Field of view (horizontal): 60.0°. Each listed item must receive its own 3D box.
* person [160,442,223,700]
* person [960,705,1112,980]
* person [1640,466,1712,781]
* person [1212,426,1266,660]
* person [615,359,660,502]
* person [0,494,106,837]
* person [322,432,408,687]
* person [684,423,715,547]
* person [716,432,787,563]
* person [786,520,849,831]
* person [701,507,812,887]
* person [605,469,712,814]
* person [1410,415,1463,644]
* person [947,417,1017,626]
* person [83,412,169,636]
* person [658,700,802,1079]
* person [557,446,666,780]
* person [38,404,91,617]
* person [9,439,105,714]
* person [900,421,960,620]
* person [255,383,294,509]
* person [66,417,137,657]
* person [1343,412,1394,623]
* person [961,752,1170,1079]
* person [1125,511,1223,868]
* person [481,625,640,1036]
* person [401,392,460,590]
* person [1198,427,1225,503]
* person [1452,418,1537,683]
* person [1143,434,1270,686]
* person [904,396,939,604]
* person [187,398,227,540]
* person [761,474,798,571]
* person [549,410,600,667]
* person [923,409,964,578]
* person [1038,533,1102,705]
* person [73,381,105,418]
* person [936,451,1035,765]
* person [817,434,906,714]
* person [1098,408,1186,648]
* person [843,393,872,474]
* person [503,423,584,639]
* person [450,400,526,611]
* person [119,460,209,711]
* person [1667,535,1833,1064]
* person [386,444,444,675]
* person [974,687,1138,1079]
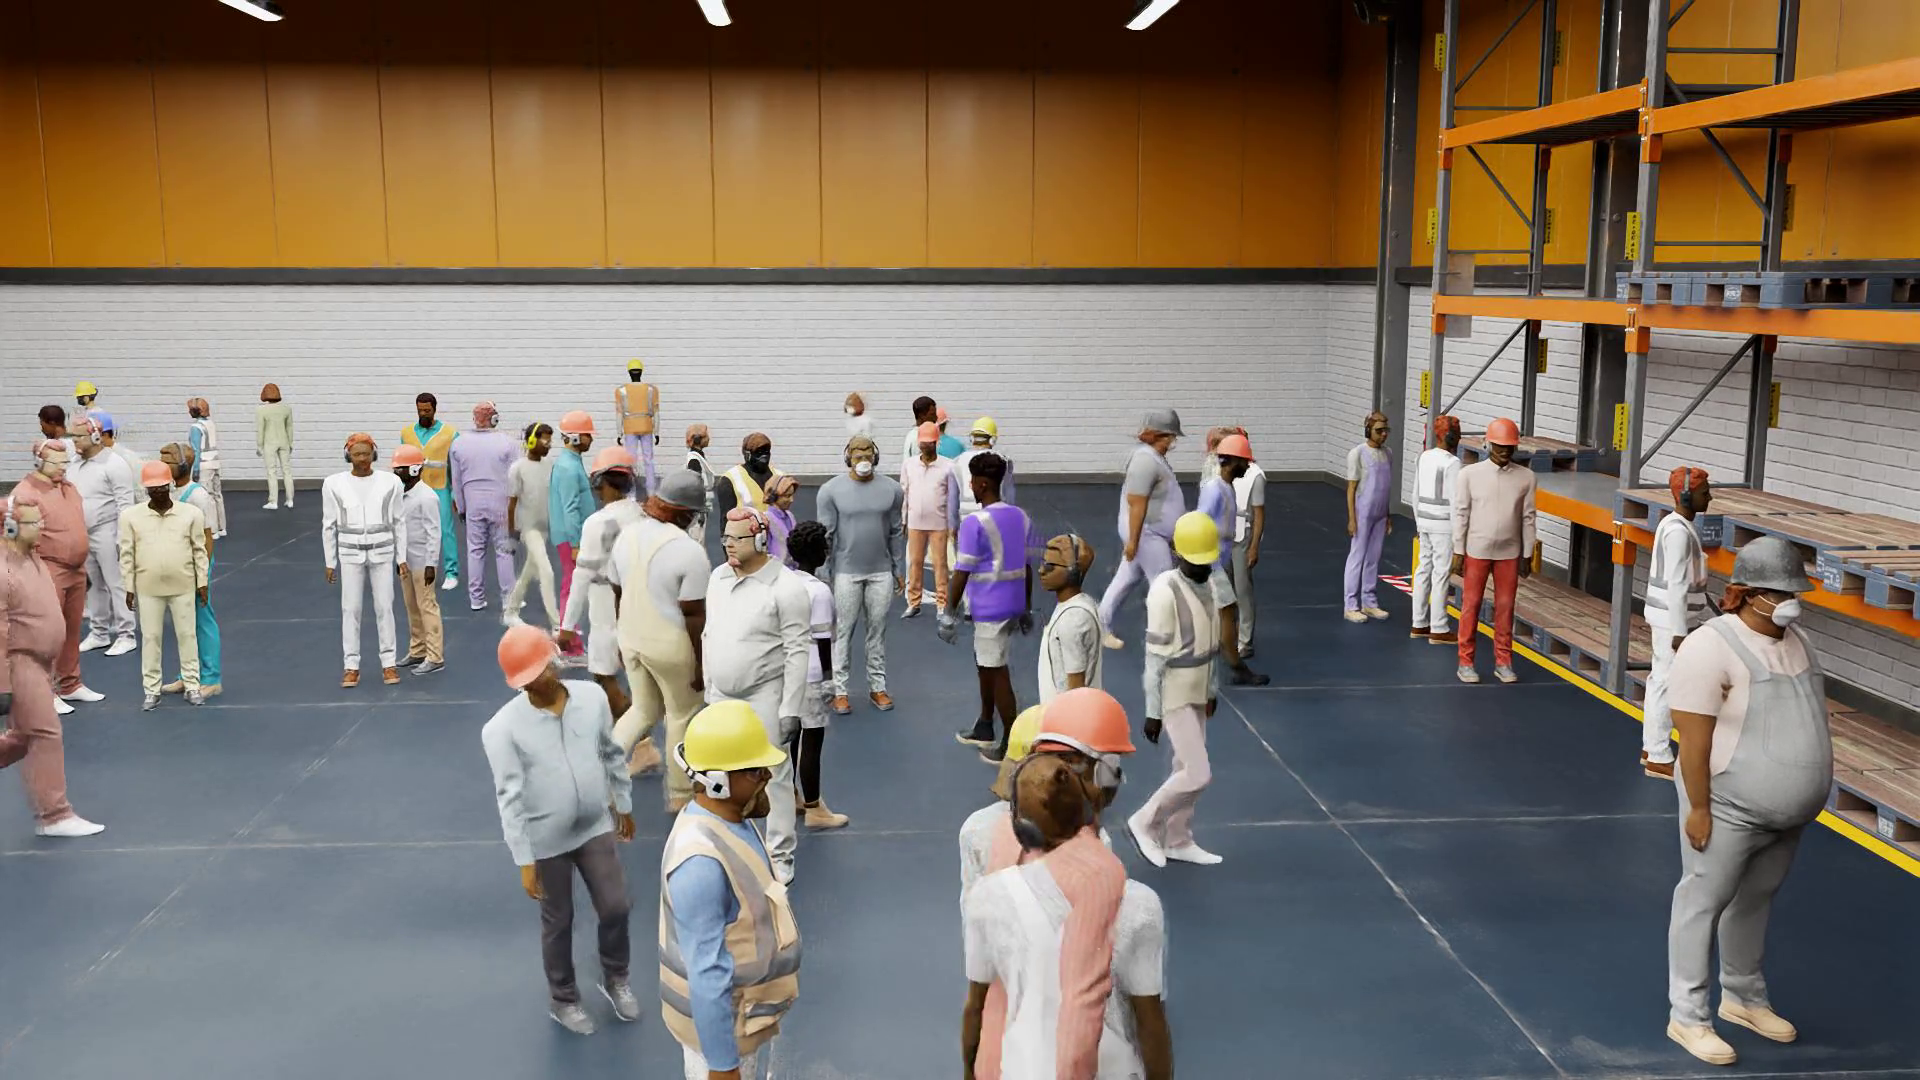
[{"bbox_3d":[-5.525,0.219,11.891,0.506,1.847,0.344,7,11,36],"label":"person"},{"bbox_3d":[0.243,1.356,5.079,0.486,1.744,0.294,3,10,18],"label":"person"},{"bbox_3d":[4.323,0.496,10.043,0.361,1.883,0.574,4,10,21],"label":"person"},{"bbox_3d":[2.177,0.019,13.147,0.380,1.845,0.570,-6,11,-32],"label":"person"},{"bbox_3d":[-4.289,-1.451,22.148,0.585,1.920,0.374,-3,9,-16],"label":"person"},{"bbox_3d":[-5.081,0.683,8.884,0.780,1.880,0.654,-2,9,-13],"label":"person"},{"bbox_3d":[-4.376,0.141,12.258,0.584,1.883,0.339,-3,10,-19],"label":"person"},{"bbox_3d":[-2.452,-0.273,15.618,0.307,1.645,0.513,-1,9,-8],"label":"person"},{"bbox_3d":[-1.528,0.103,12.635,0.621,1.845,0.429,-8,12,-41],"label":"person"},{"bbox_3d":[-0.840,0.733,9.127,0.322,1.697,0.535,-6,11,-32],"label":"person"},{"bbox_3d":[-1.037,0.783,8.159,0.638,1.909,0.408,6,11,34],"label":"person"},{"bbox_3d":[-1.668,0.557,9.162,0.727,2.000,0.746,7,12,38],"label":"person"},{"bbox_3d":[3.947,-0.088,13.703,0.342,1.882,0.579,-3,10,-18],"label":"person"},{"bbox_3d":[0.207,-0.142,14.289,0.701,1.805,0.520,4,10,25],"label":"person"},{"bbox_3d":[-6.998,-0.152,14.058,0.629,1.907,0.761,3,10,20],"label":"person"},{"bbox_3d":[-0.655,1.356,4.790,0.403,1.834,0.588,-1,9,-4],"label":"person"},{"bbox_3d":[-2.074,0.446,9.978,0.686,2.007,0.671,3,10,21],"label":"person"},{"bbox_3d":[-7.875,-0.252,14.698,0.552,1.885,0.622,-2,9,-12],"label":"person"},{"bbox_3d":[-6.267,0.244,11.566,0.408,1.899,0.654,1,9,5],"label":"person"},{"bbox_3d":[-0.279,-0.169,14.609,0.562,1.754,0.325,2,9,15],"label":"person"},{"bbox_3d":[-8.882,-1.216,21.567,0.286,1.633,0.499,7,12,39],"label":"person"},{"bbox_3d":[-6.871,-0.025,13.240,0.644,1.907,0.399,4,10,25],"label":"person"},{"bbox_3d":[3.587,-0.203,14.545,0.517,1.843,0.326,-6,11,-34],"label":"person"},{"bbox_3d":[0.270,1.449,4.277,0.566,1.812,0.461,2,9,12],"label":"person"},{"bbox_3d":[1.133,0.771,8.313,0.437,1.881,0.684,6,11,31],"label":"person"},{"bbox_3d":[-1.555,1.146,6.539,0.650,1.701,0.403,-8,12,-40],"label":"person"},{"bbox_3d":[-5.088,-0.472,16.049,0.596,1.912,0.384,1,9,9],"label":"person"},{"bbox_3d":[2.346,-0.222,15.296,0.311,1.643,0.521,3,9,17],"label":"person"},{"bbox_3d":[3.958,0.084,12.324,0.605,1.986,0.402,0,9,3],"label":"person"},{"bbox_3d":[1.798,0.149,12.282,0.945,1.878,0.589,2,9,14],"label":"person"},{"bbox_3d":[-0.378,-0.372,15.379,0.373,1.916,0.596,0,9,-3],"label":"person"},{"bbox_3d":[-8.638,-0.809,19.036,0.315,1.630,0.511,-1,9,-5],"label":"person"},{"bbox_3d":[-1.281,0.353,11.695,0.310,1.640,0.514,3,10,18],"label":"person"},{"bbox_3d":[-2.969,-0.011,12.902,0.410,1.987,0.613,-2,9,-12],"label":"person"},{"bbox_3d":[-0.212,-0.484,16.794,0.577,1.697,0.876,-8,12,-42],"label":"person"},{"bbox_3d":[0.492,0.881,7.731,0.334,1.846,0.513,1,9,7],"label":"person"},{"bbox_3d":[-10.422,-1.026,19.984,0.525,1.760,0.341,6,11,35],"label":"person"},{"bbox_3d":[0.126,0.422,10.342,0.780,1.937,0.635,6,11,33],"label":"person"},{"bbox_3d":[-0.677,0.232,11.520,0.637,1.938,0.355,-3,10,-20],"label":"person"},{"bbox_3d":[1.468,-0.111,13.355,0.929,2.000,0.689,1,9,7],"label":"person"},{"bbox_3d":[-1.253,-1.021,20.465,0.526,1.579,0.696,8,12,43],"label":"person"},{"bbox_3d":[-3.561,-0.087,13.967,0.975,1.811,0.480,4,10,24],"label":"person"},{"bbox_3d":[-4.228,-0.302,14.979,0.641,1.908,0.407,1,9,6],"label":"person"},{"bbox_3d":[-5.551,0.308,11.622,0.567,1.751,0.329,-4,10,-25],"label":"person"},{"bbox_3d":[3.089,0.989,6.447,0.673,2.000,0.536,-5,10,-27],"label":"person"},{"bbox_3d":[-4.160,0.142,12.663,0.333,1.749,0.575,-8,12,-43],"label":"person"},{"bbox_3d":[0.257,1.368,4.383,0.787,1.935,0.639,-5,10,-29],"label":"person"}]
